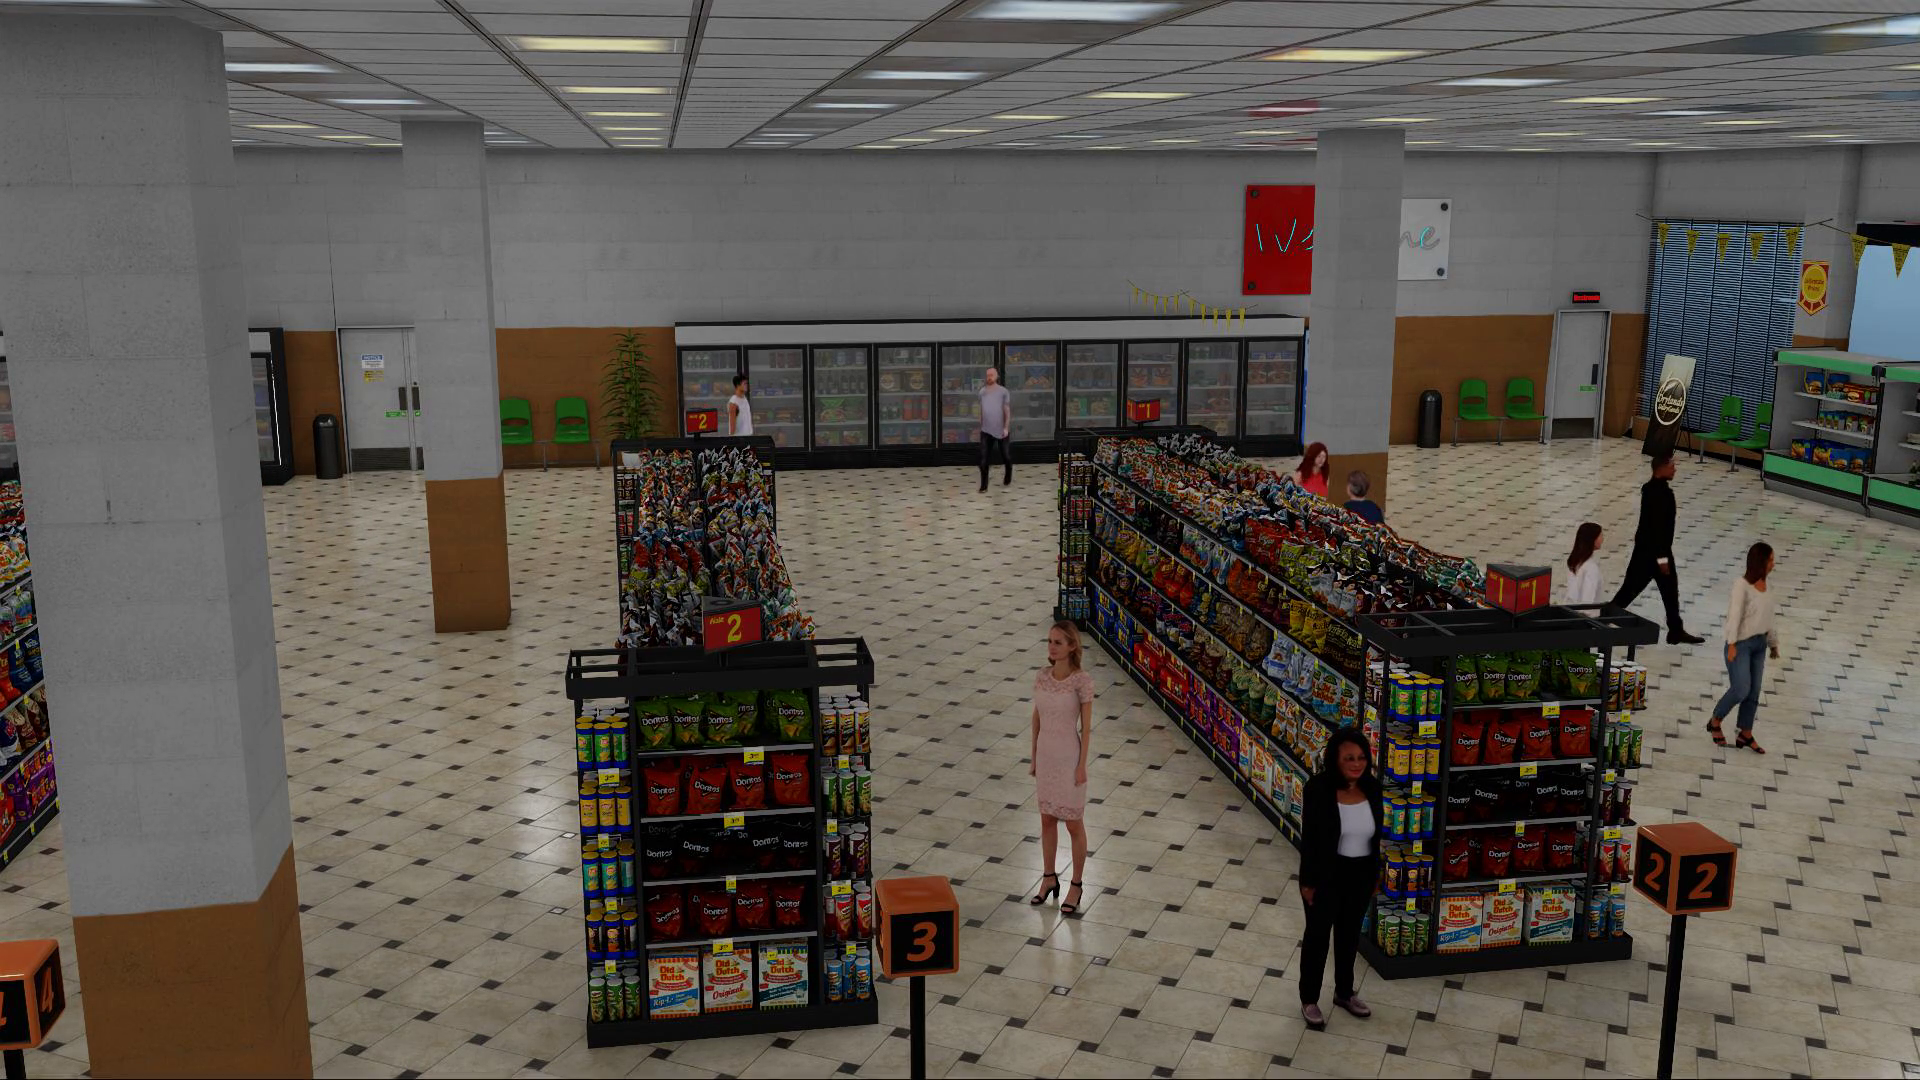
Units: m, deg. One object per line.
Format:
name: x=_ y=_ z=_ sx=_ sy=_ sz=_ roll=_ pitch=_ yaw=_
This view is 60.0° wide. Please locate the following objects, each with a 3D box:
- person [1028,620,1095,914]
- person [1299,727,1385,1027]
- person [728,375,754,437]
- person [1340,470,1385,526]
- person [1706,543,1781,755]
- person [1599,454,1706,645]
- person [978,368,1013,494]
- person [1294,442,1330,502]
person: x=0.628 y=1.382 z=10.194 sx=0.631 sy=1.815 sz=0.698 roll=9 pitch=15 yaw=36
person: x=2.010 y=1.768 z=8.845 sx=0.686 sy=1.617 sz=0.678 roll=-5 pitch=13 yaw=-21
person: x=-3.231 y=-1.485 z=23.935 sx=0.945 sy=1.764 sz=1.097 roll=2 pitch=12 yaw=10
person: x=3.689 y=0.338 z=15.178 sx=0.821 sy=1.805 sz=1.279 roll=-4 pitch=12 yaw=-16
person: x=6.164 y=0.834 z=13.136 sx=0.756 sy=1.675 sz=0.766 roll=-7 pitch=14 yaw=-29
person: x=6.589 y=0.122 z=16.072 sx=1.225 sy=1.860 sz=1.322 roll=5 pitch=13 yaw=21
person: x=0.549 y=-1.609 z=24.459 sx=1.032 sy=1.791 sz=1.336 roll=3 pitch=12 yaw=15
person: x=3.591 y=-0.130 z=17.397 sx=0.675 sy=1.807 sz=0.819 roll=-3 pitch=12 yaw=-13
